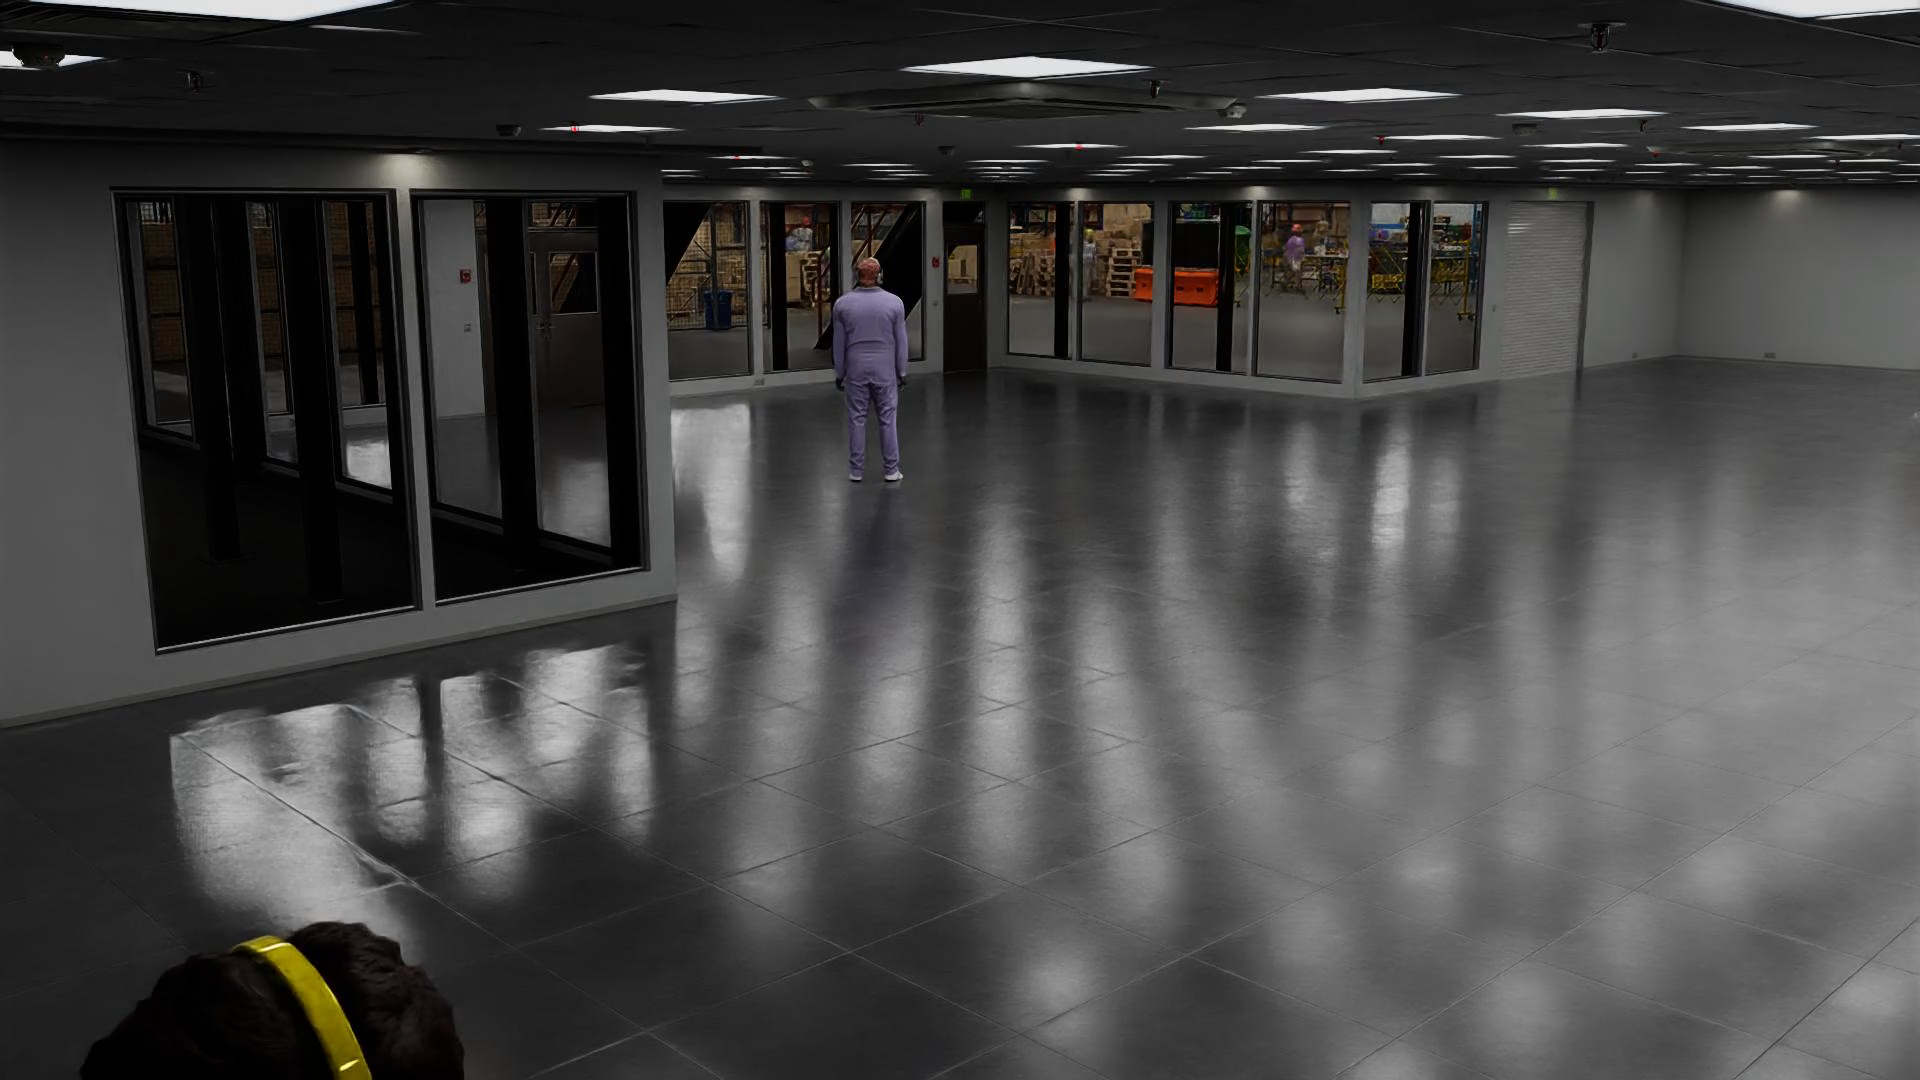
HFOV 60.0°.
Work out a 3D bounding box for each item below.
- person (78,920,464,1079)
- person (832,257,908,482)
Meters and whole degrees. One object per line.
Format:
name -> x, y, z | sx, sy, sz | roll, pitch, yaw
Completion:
person -> -0.415, 1.166, 1.266 | 0.502, 1.862, 0.328 | 10, 15, 40
person -> -0.757, -1.439, 14.169 | 0.639, 1.910, 0.407 | 1, 11, 3
